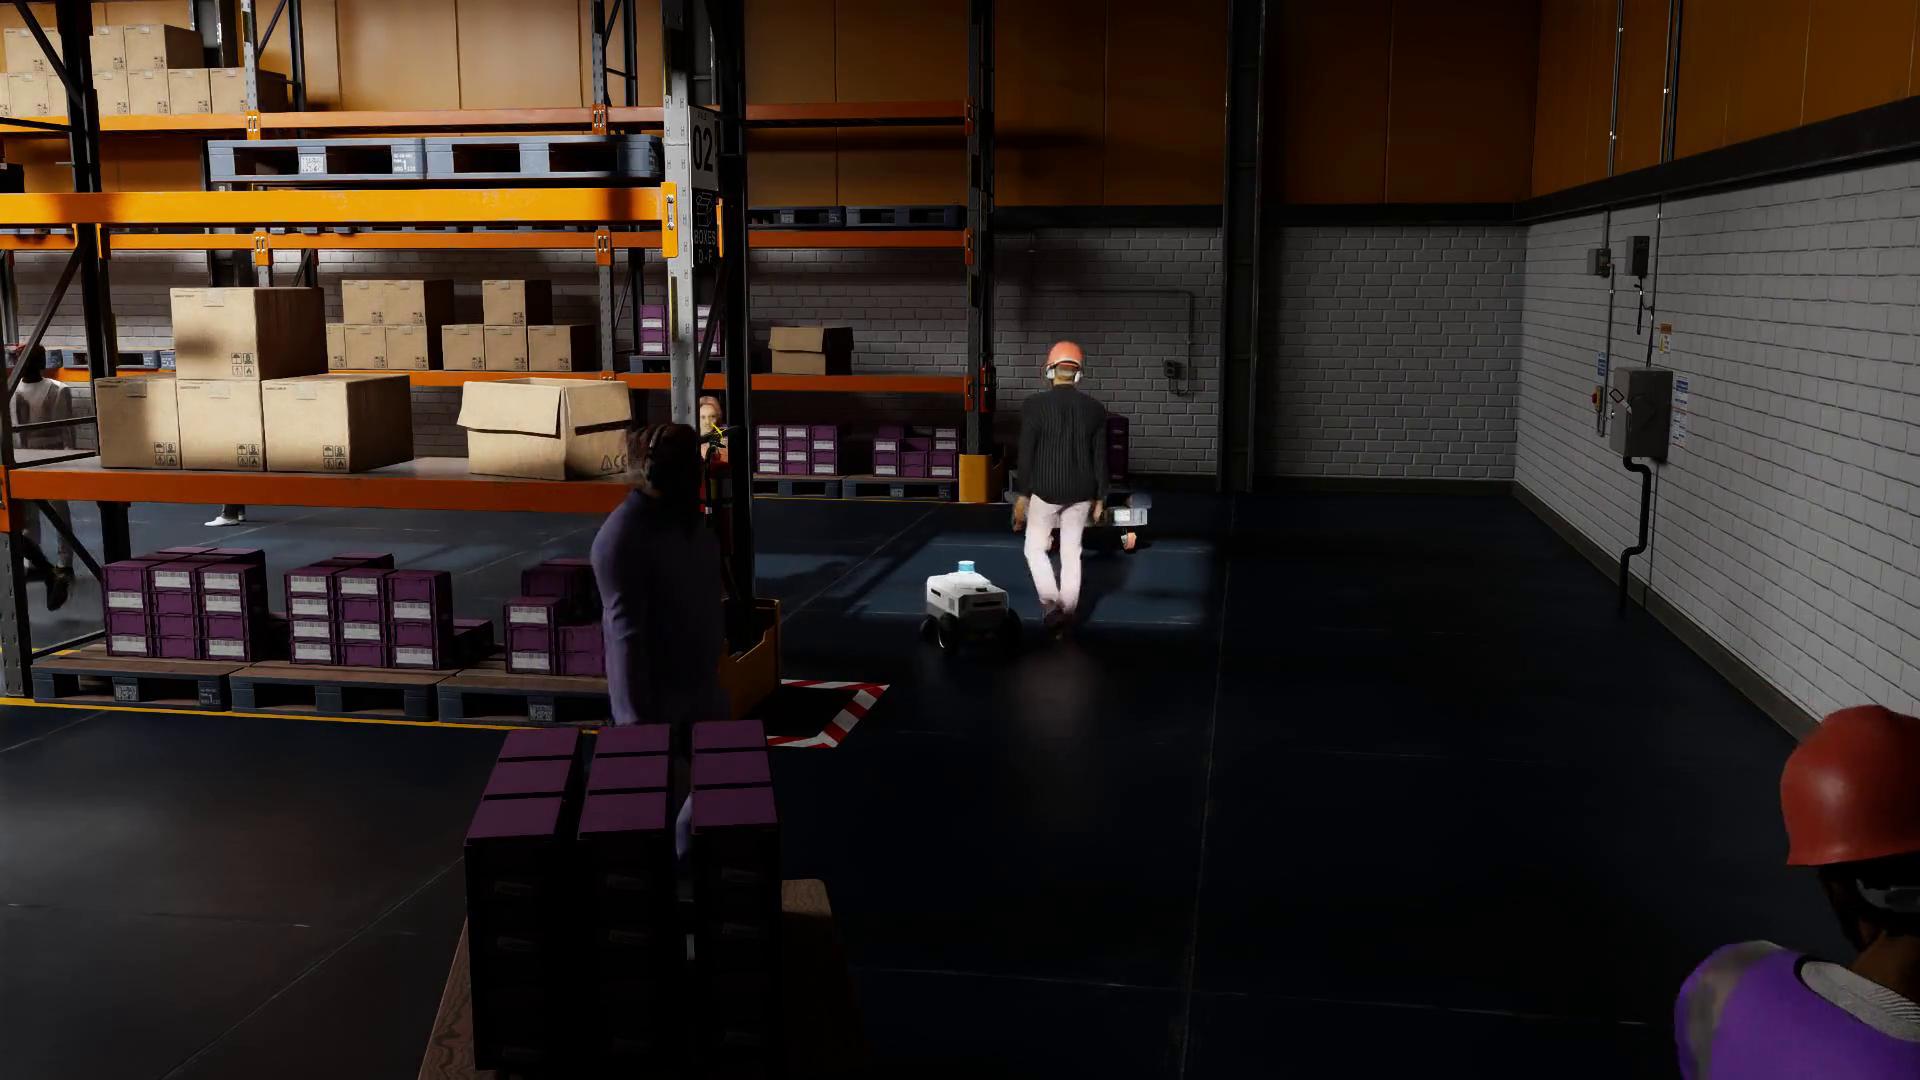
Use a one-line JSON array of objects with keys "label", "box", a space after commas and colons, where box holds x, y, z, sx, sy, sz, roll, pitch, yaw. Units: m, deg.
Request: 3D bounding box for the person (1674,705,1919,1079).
[{"label": "person", "box": [1.071, 1.148, 1.971, 0.560, 1.903, 0.626, -2, 9, -15]}]

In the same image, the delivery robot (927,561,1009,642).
[{"label": "delivery robot", "box": [0.043, 0.376, 10.656, 0.477, 0.478, 0.707, -3, 10, -20]}]

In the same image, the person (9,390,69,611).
[{"label": "person", "box": [-6.546, -0.390, 11.364, 0.654, 1.949, 0.629, 2, 9, 12]}]

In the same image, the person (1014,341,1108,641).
[{"label": "person", "box": [0.656, -0.308, 10.854, 0.673, 1.966, 0.555, -3, 10, -18]}]

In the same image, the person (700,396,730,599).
[{"label": "person", "box": [-1.586, -0.094, 10.519, 0.522, 1.636, 0.310, -3, 9, -15]}]

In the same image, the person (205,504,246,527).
[{"label": "person", "box": [-7.030, -1.084, 15.778, 0.383, 1.923, 0.588, 0, 9, -3]}]

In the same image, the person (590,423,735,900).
[{"label": "person", "box": [-1.008, 0.532, 5.865, 0.432, 1.892, 0.647, 5, 10, 27]}]

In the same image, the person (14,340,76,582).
[{"label": "person", "box": [-7.144, -0.598, 12.880, 0.574, 1.885, 0.356, 0, 9, 1]}]
